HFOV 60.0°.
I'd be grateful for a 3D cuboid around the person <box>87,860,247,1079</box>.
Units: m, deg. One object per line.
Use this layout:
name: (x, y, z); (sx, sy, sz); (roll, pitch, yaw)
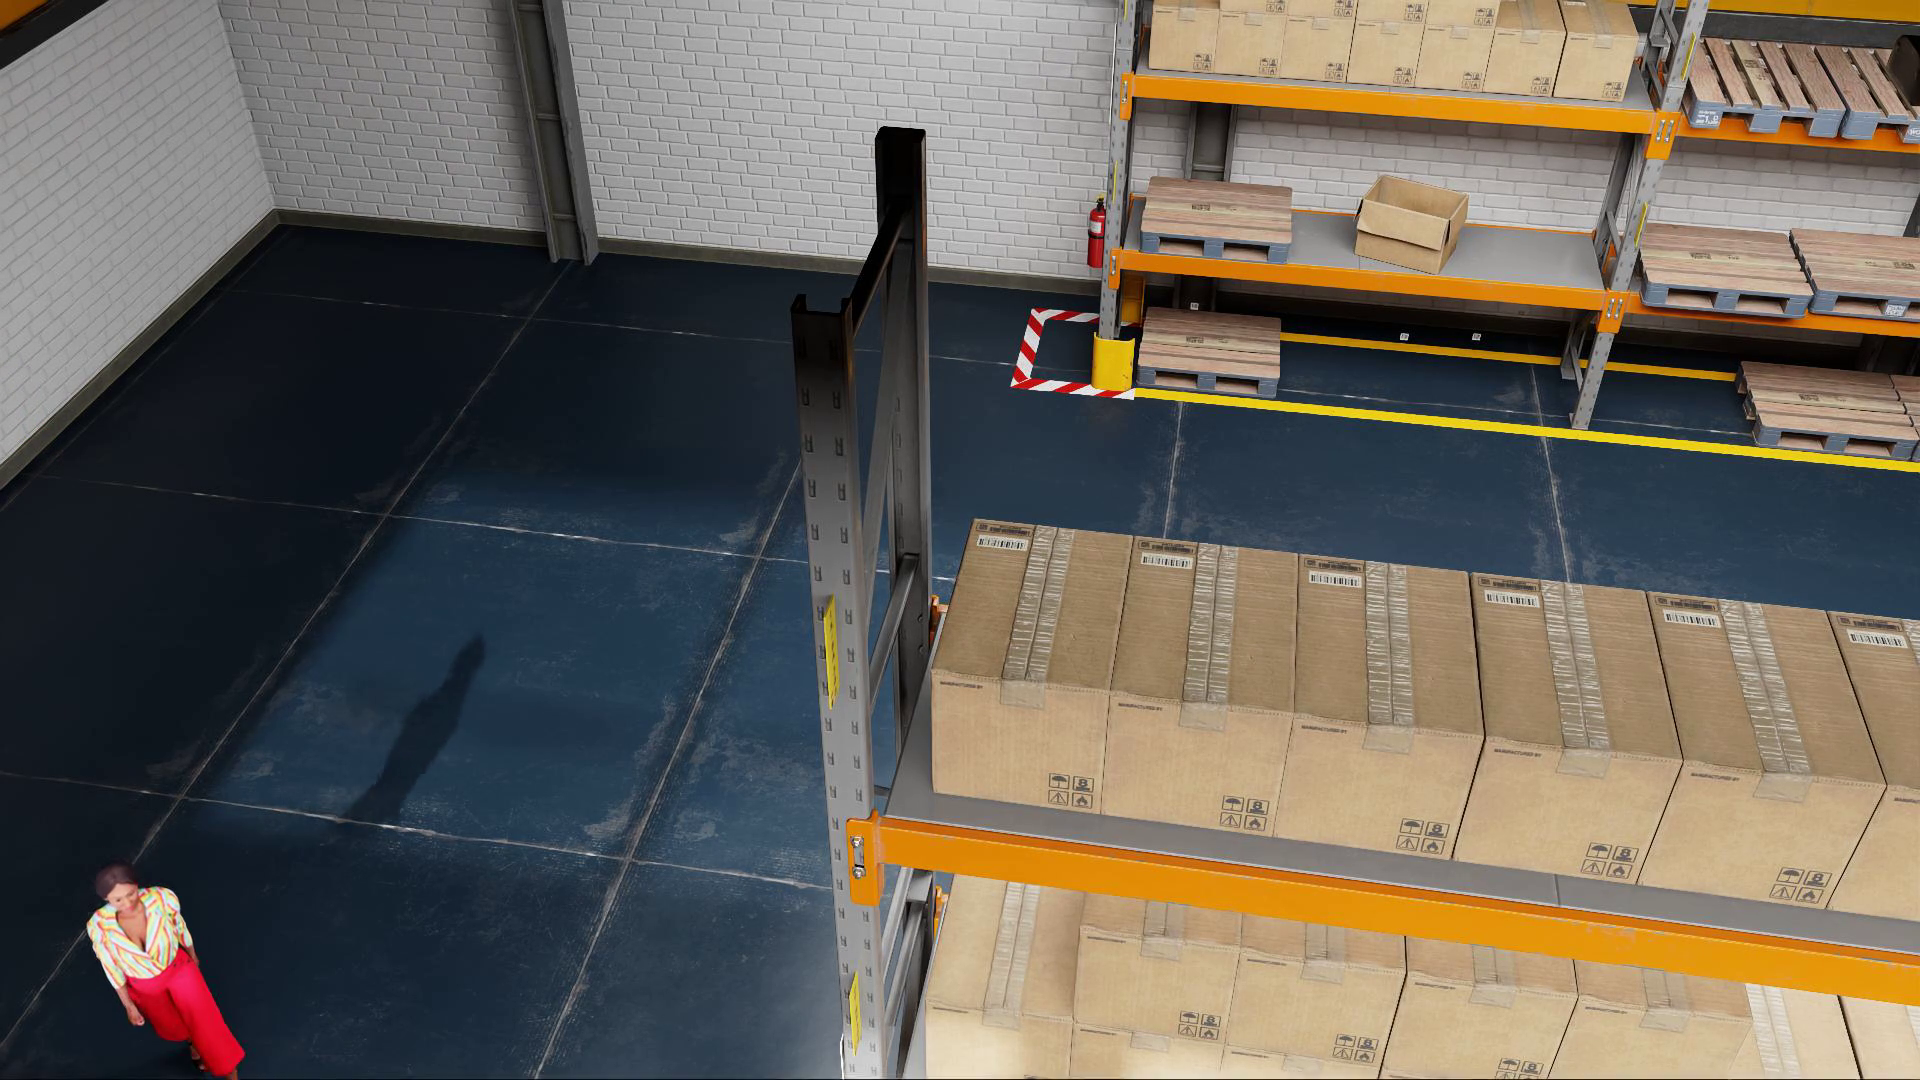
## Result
person: (-4.117, 2.218, 8.540); (0.968, 1.759, 1.007); (-21, 43, -24)
